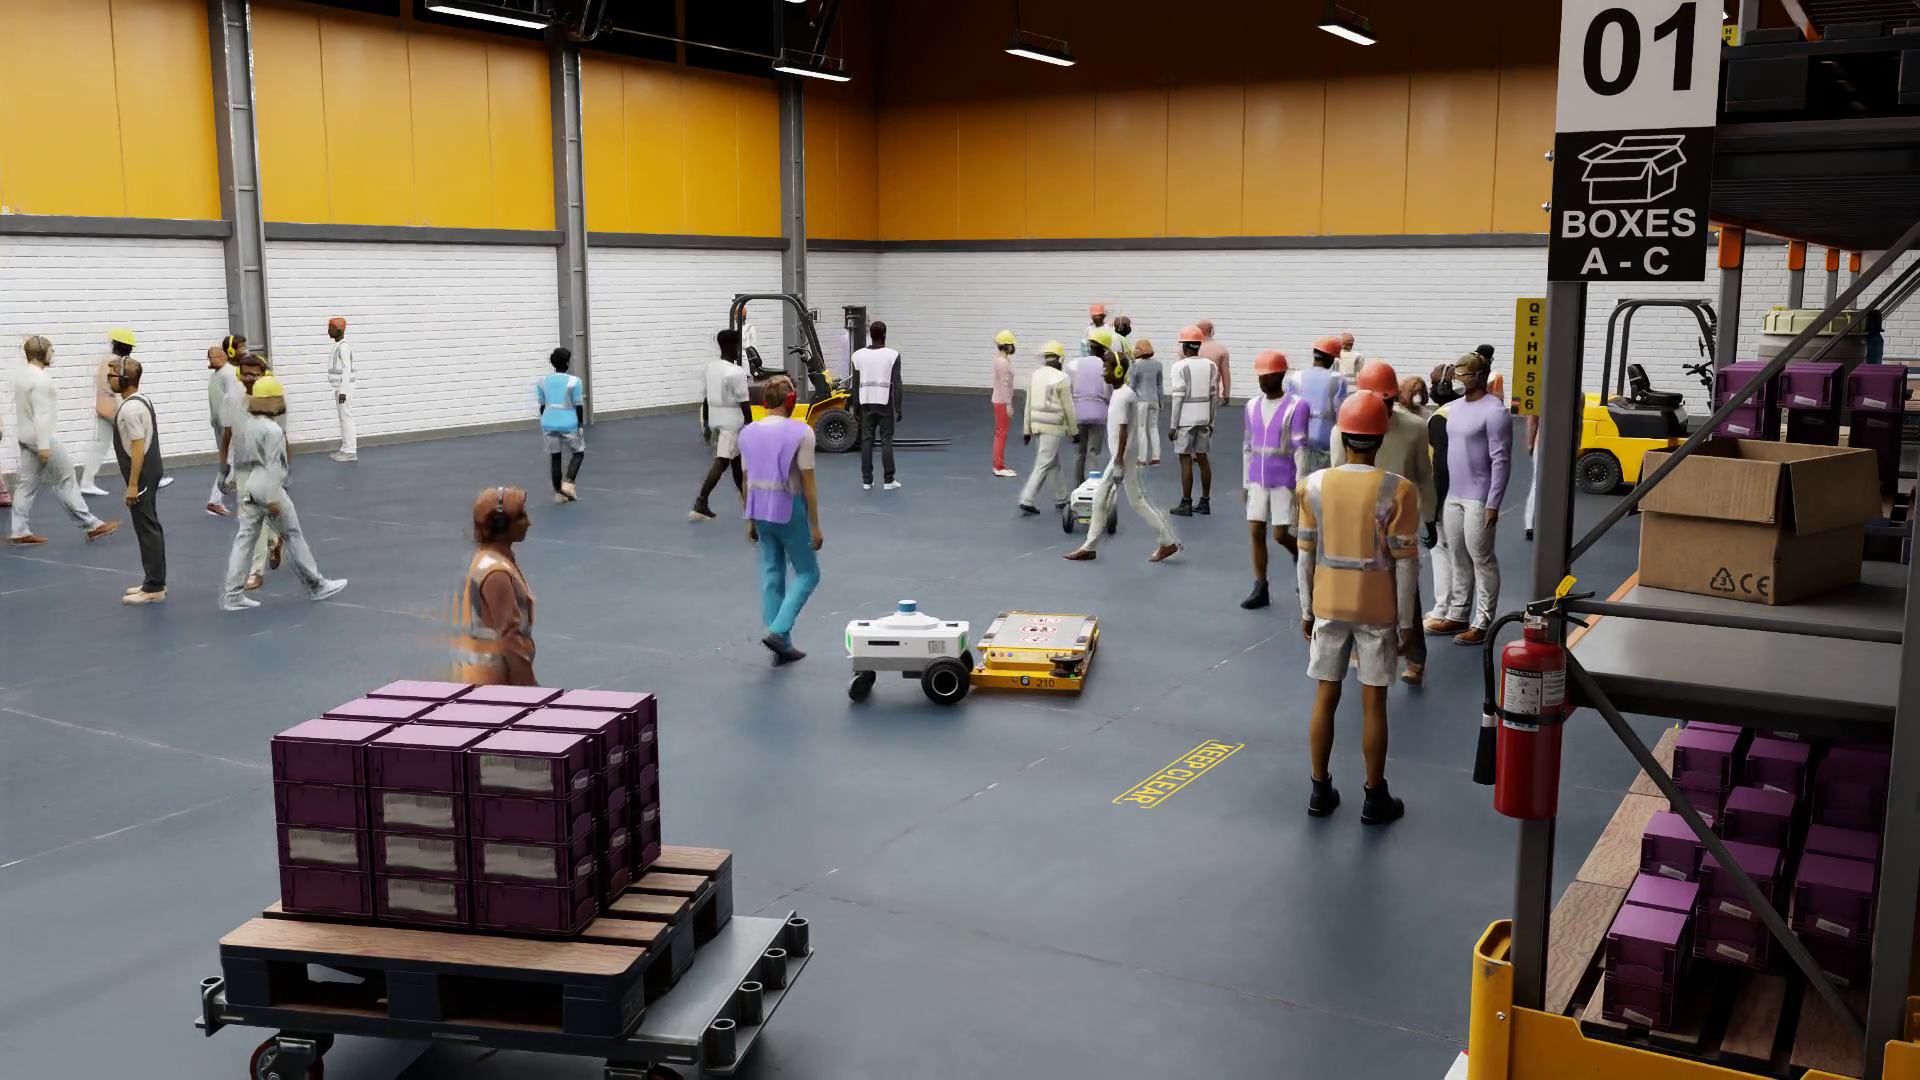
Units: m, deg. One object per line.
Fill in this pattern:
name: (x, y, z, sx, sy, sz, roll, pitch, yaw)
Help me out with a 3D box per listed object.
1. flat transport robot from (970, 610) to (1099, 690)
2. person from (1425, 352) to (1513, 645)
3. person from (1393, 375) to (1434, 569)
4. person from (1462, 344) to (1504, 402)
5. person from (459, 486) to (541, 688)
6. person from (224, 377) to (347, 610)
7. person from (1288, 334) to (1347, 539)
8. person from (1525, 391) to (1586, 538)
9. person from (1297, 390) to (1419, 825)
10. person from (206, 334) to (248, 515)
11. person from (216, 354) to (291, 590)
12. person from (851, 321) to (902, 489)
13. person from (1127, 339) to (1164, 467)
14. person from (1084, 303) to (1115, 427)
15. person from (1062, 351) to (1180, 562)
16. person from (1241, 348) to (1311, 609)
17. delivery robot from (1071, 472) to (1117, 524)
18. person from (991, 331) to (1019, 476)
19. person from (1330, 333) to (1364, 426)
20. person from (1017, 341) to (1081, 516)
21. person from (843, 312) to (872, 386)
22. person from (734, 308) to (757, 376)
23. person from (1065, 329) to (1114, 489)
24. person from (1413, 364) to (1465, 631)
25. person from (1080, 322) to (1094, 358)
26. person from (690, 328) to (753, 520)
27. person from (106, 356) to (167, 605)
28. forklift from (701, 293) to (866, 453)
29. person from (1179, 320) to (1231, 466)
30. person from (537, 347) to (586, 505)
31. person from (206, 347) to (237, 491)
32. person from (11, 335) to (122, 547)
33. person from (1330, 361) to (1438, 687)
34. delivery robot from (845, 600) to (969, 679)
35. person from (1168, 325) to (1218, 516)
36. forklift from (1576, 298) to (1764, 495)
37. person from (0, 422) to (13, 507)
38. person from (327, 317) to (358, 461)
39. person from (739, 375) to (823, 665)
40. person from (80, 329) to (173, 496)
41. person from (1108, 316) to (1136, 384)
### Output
flat transport robot: (0.492, 0.667, 10.367, 0.652, 0.197, 1.431, 1, 9, 9)
person: (3.397, -0.273, 11.042, 0.369, 1.938, 0.630, -3, 9, -16)
person: (3.727, -0.577, 13.899, 0.510, 1.616, 0.409, -2, 9, -10)
person: (5.777, -1.334, 18.456, 0.521, 1.693, 0.555, -6, 11, -32)
person: (-1.844, 0.573, 6.839, 0.885, 1.584, 0.527, -2, 9, -13)
person: (-5.056, -0.352, 12.274, 0.502, 1.693, 0.894, 8, 12, 40)
person: (3.224, -0.912, 15.146, 0.597, 1.907, 0.417, 3, 10, 19)
person: (5.517, -0.878, 15.503, 0.536, 1.725, 0.902, 7, 11, 36)
person: (1.776, 0.303, 7.440, 0.546, 1.942, 0.346, 6, 11, 31)
person: (-7.385, -1.170, 16.983, 0.596, 1.875, 0.579, -2, 9, -15)
person: (-5.558, -0.563, 13.181, 0.547, 1.840, 0.766, 0, 9, 2)
person: (-0.946, -1.533, 18.971, 0.588, 1.918, 0.391, 3, 9, 16)
person: (2.344, -1.727, 21.087, 0.517, 1.628, 0.299, -5, 10, -27)
person: (2.165, -2.741, 26.301, 0.630, 1.982, 1.070, 6, 11, 33)
person: (1.410, -0.695, 14.100, 0.979, 1.817, 0.534, 0, 9, -2)
person: (2.339, -0.454, 12.234, 0.554, 1.916, 0.612, 9, 13, 44)
delivery robot: (1.287, -0.410, 15.911, 0.477, 0.478, 0.707, 2, 9, 14)
person: (0.554, -1.649, 20.190, 0.340, 1.760, 0.534, -1, 9, -4)
person: (5.337, -2.044, 23.030, 0.511, 1.641, 0.308, 1, 9, 7)
person: (0.897, -1.131, 16.931, 0.854, 1.782, 0.579, -5, 11, -30)
person: (-1.469, -2.542, 25.376, 0.664, 1.886, 0.781, -5, 11, -31)
person: (-3.749, -3.064, 28.626, 0.574, 1.887, 0.355, 6, 11, 35)
person: (1.377, -1.283, 17.566, 0.662, 1.864, 0.823, 2, 9, 15)
person: (3.328, -0.286, 11.425, 0.430, 1.843, 0.626, 6, 11, 34)
person: (2.275, -2.861, 28.134, 0.525, 1.637, 0.307, -2, 9, -10)
person: (-2.339, -1.165, 16.697, 1.017, 1.917, 0.624, -8, 12, -42)
person: (-6.128, -0.442, 12.391, 0.347, 1.846, 0.505, -3, 10, -18)
forklift: (-2.458, -2.344, 23.176, 2.313, 2.155, 1.214, 0, 9, -2)
person: (3.151, -1.890, 21.411, 0.667, 1.848, 1.002, 3, 9, 15)
person: (-4.221, -1.203, 17.654, 0.534, 1.686, 0.362, 2, 9, 10)
person: (-8.374, -1.372, 18.855, 0.282, 1.633, 0.500, -9, 13, -44)
person: (-8.184, -0.891, 15.045, 0.655, 1.896, 0.912, 9, 13, 44)
person: (2.548, -0.088, 9.889, 0.695, 1.937, 0.866, 0, 9, -3)
delivery robot: (-0.305, 0.593, 9.653, 0.707, 0.478, 0.477, 0, 9, 3)
person: (2.339, -1.210, 16.892, 0.549, 1.936, 0.376, -5, 11, -30)
forklift: (7.954, -1.589, 18.462, 2.313, 2.155, 1.214, 5, 11, 30)
person: (-10.174, -1.184, 17.074, 0.664, 1.845, 0.844, 5, 10, 28)
person: (-8.136, -1.980, 21.872, 0.355, 1.883, 0.576, -5, 10, -28)
person: (-1.111, -0.114, 10.392, 0.611, 1.826, 0.434, 6, 11, 31)
person: (-9.384, -1.421, 18.520, 0.636, 1.845, 1.007, 7, 11, 37)
person: (2.342, -2.312, 24.069, 0.429, 1.845, 0.626, 2, 9, 11)
